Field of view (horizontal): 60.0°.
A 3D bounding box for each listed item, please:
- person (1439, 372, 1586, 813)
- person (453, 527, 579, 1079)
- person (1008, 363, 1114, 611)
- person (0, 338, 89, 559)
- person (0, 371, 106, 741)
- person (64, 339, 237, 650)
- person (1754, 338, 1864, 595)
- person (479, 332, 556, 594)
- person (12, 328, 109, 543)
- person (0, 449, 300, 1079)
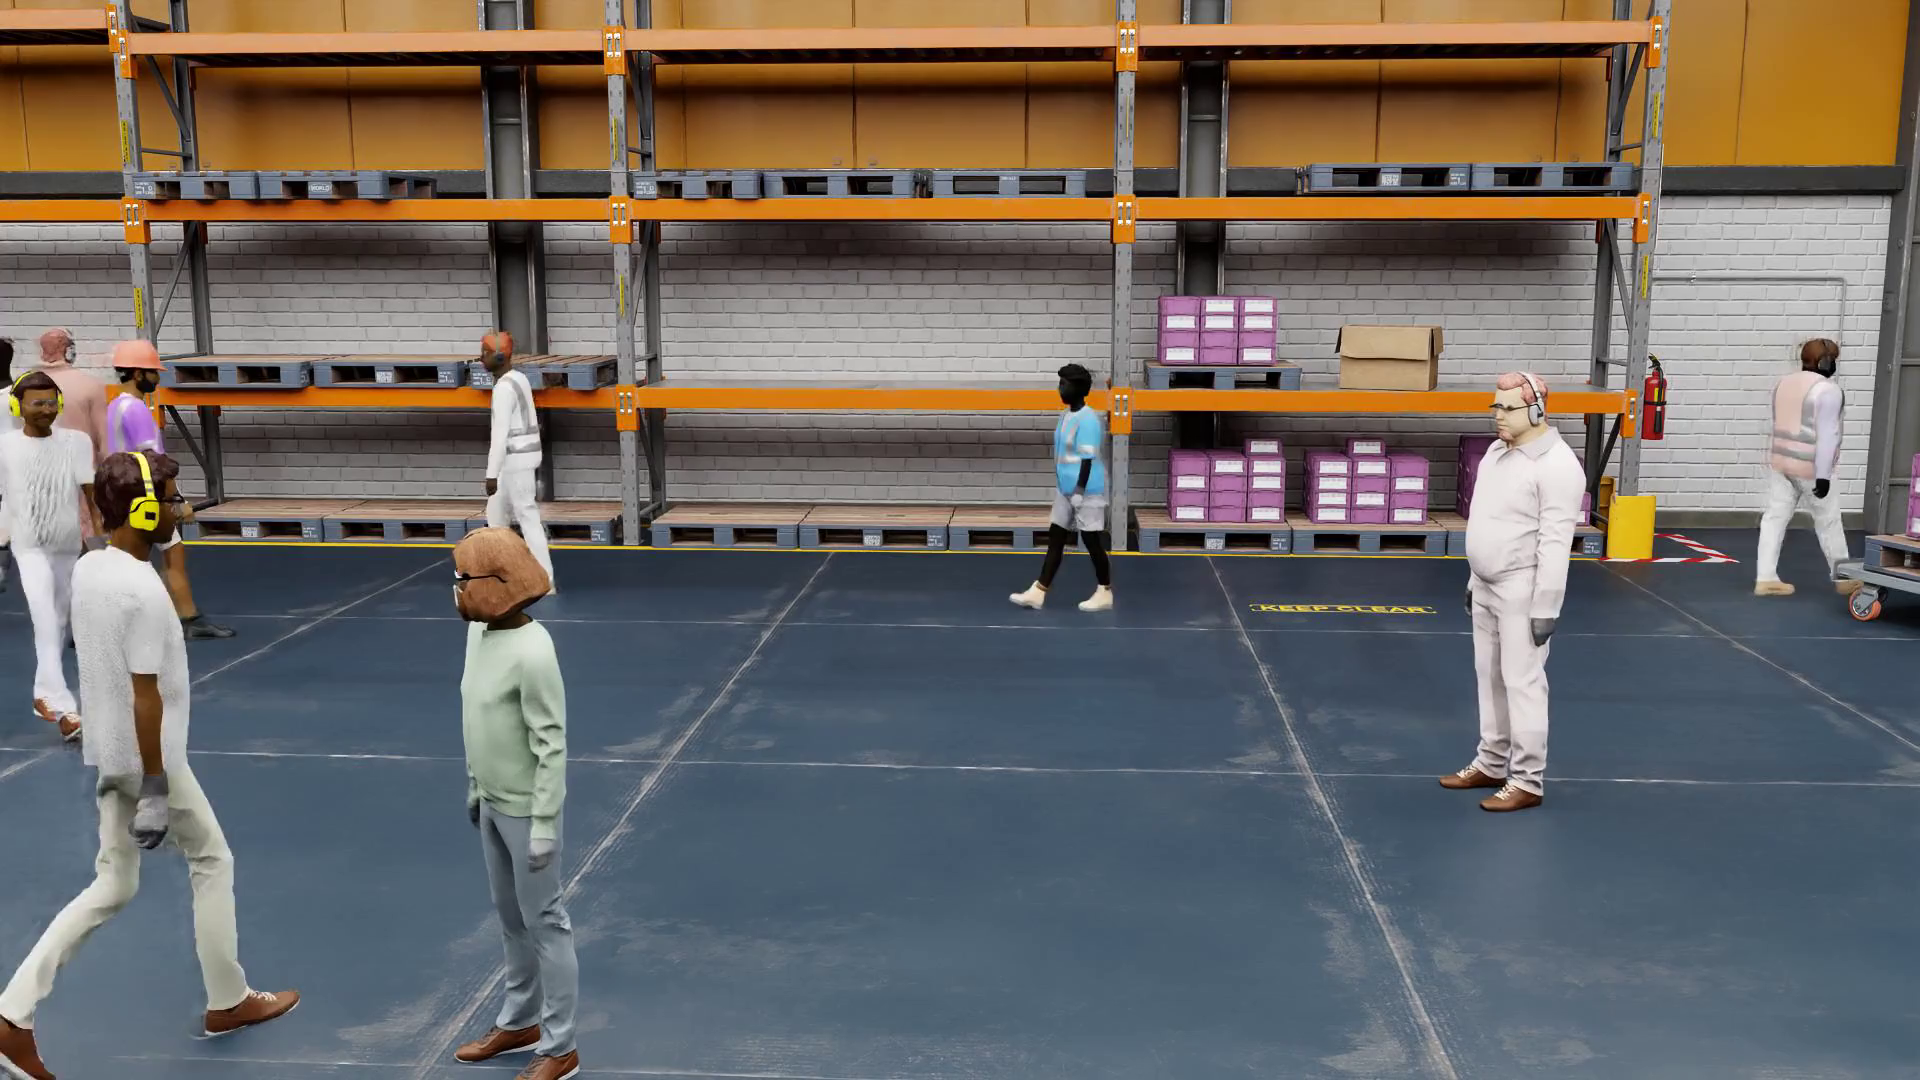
[{"bbox_3d":[2.384,0.221,7.181,0.405,1.896,0.643,-2,10,-10],"label":"person"},{"bbox_3d":[-1.277,0.767,4.744,0.286,1.632,0.501,-7,12,-37],"label":"person"},{"bbox_3d":[0.716,-0.336,11.068,0.712,1.662,0.549,-3,10,-18],"label":"person"},{"bbox_3d":[-5.885,-0.336,10.497,1.131,1.892,0.626,1,10,3],"label":"person"},{"bbox_3d":[-4.516,0.073,8.275,0.963,1.815,0.483,8,13,41],"label":"person"},{"bbox_3d":[-4.959,-0.245,9.987,0.969,1.908,0.546,-6,11,-32],"label":"person"},{"bbox_3d":[6.022,-0.499,11.642,0.901,1.802,0.660,-2,10,-12],"label":"person"},{"bbox_3d":[-3.199,-0.520,11.617,0.743,1.853,0.607,-1,10,-6],"label":"person"},{"bbox_3d":[-6.021,-0.465,11.200,0.691,1.904,0.399,-1,10,-7],"label":"person"},{"bbox_3d":[-2.449,0.653,4.833,0.506,1.835,0.874,7,12,36],"label":"person"}]
